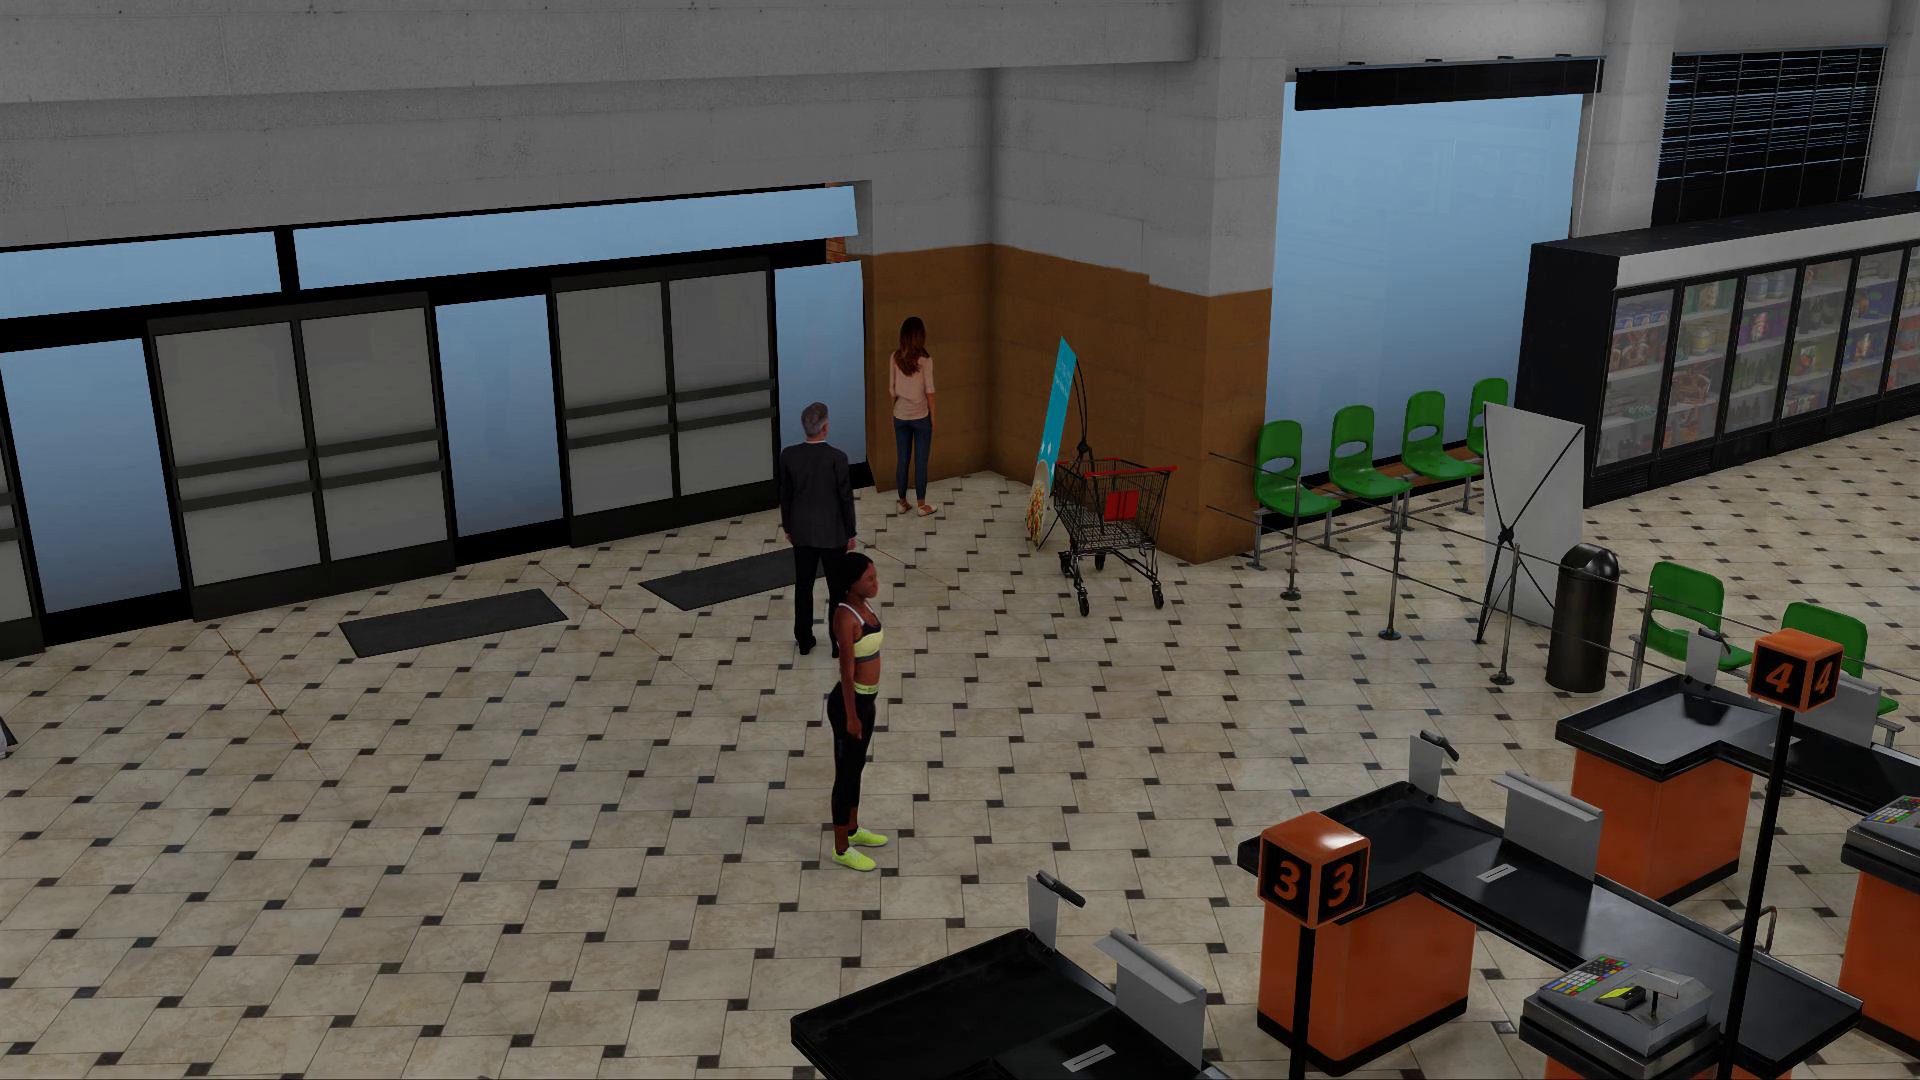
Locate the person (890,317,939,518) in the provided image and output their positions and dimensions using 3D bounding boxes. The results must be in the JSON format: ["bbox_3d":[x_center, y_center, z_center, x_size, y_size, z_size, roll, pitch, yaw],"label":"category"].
[{"bbox_3d":[-0.424,-1.098,14.793,0.619,1.792,0.729,9,20,24],"label":"person"}]

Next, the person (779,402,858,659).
[{"bbox_3d":[-0.985,-0.074,11.677,0.776,1.842,0.870,6,19,16],"label":"person"}]

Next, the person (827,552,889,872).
[{"bbox_3d":[-0.582,0.896,8.939,0.689,1.754,0.642,5,19,13],"label":"person"}]
